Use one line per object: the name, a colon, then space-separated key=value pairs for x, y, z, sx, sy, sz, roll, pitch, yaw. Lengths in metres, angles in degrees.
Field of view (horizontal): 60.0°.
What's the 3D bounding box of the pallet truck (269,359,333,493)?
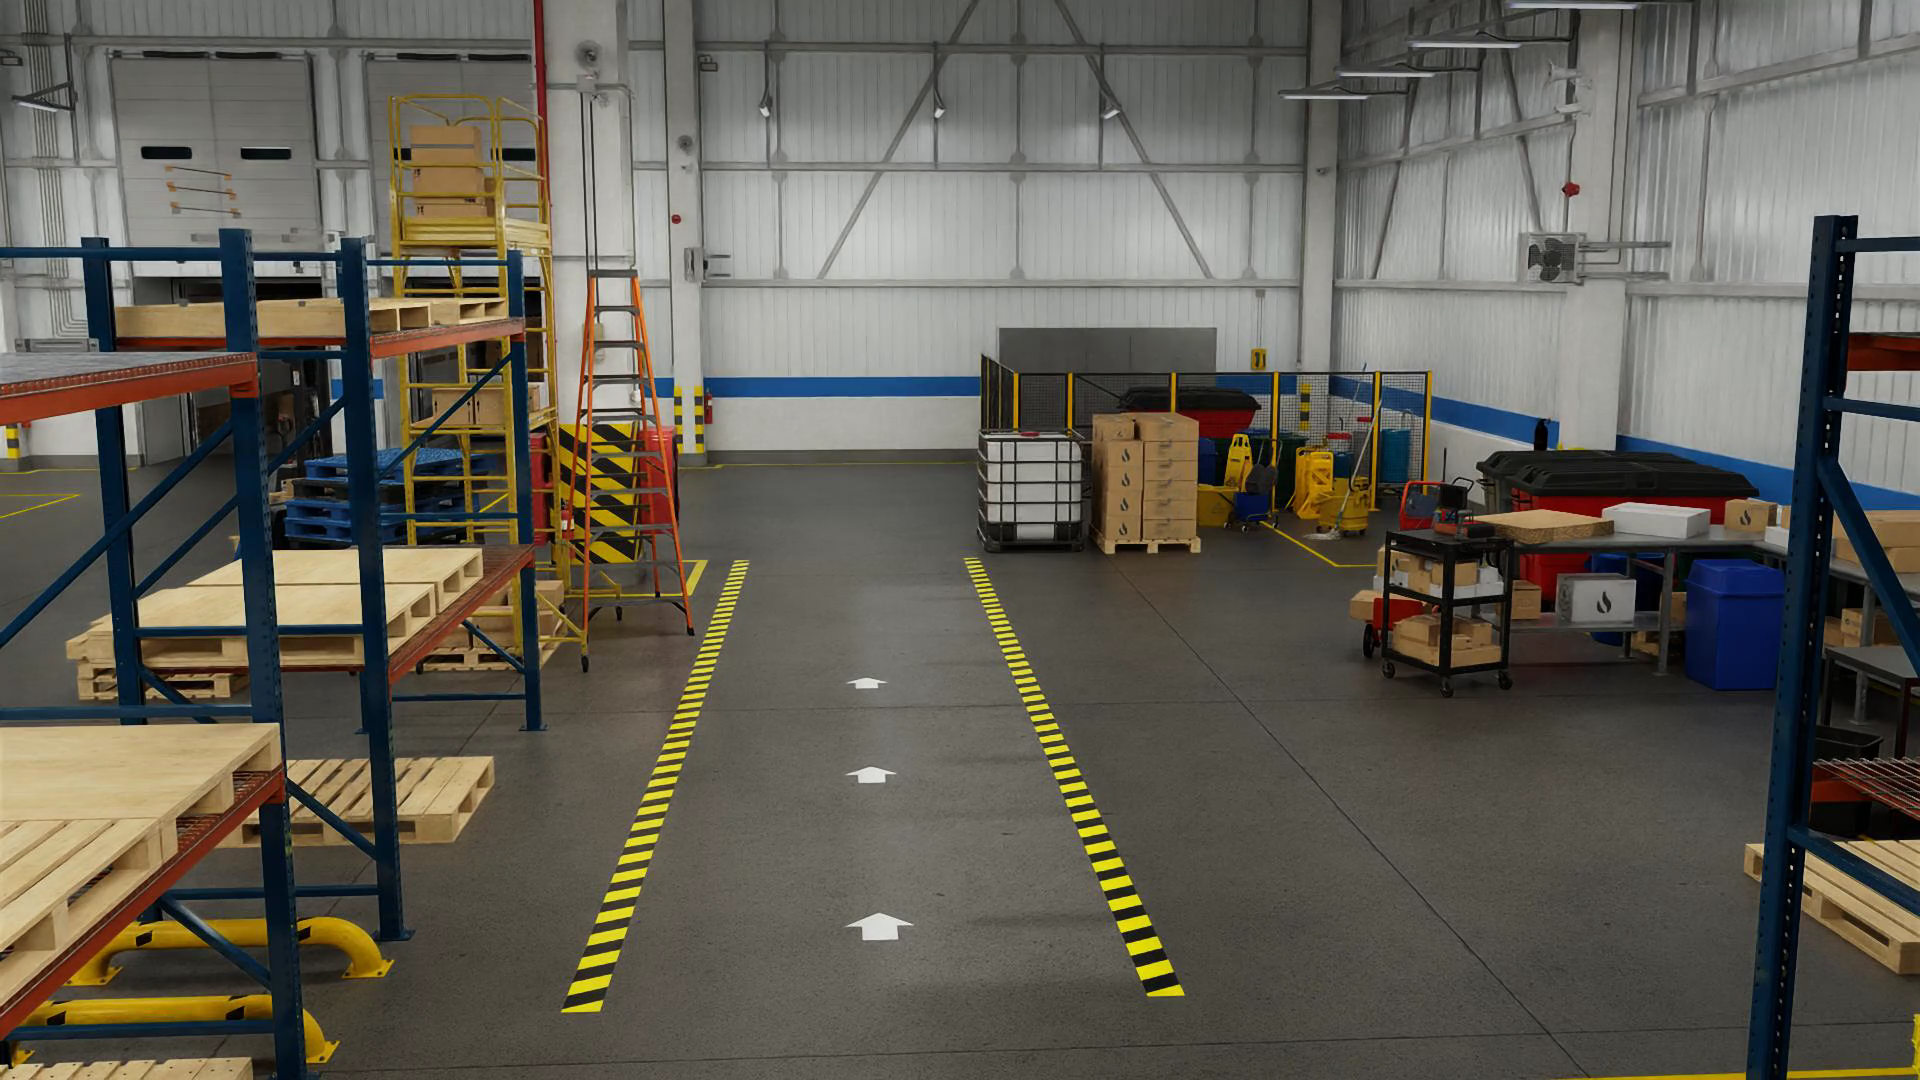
pallet truck: x=-7.062 y=-1.131 z=18.996 sx=1.885 sy=1.965 sz=0.823 roll=2 pitch=9 yaw=13
